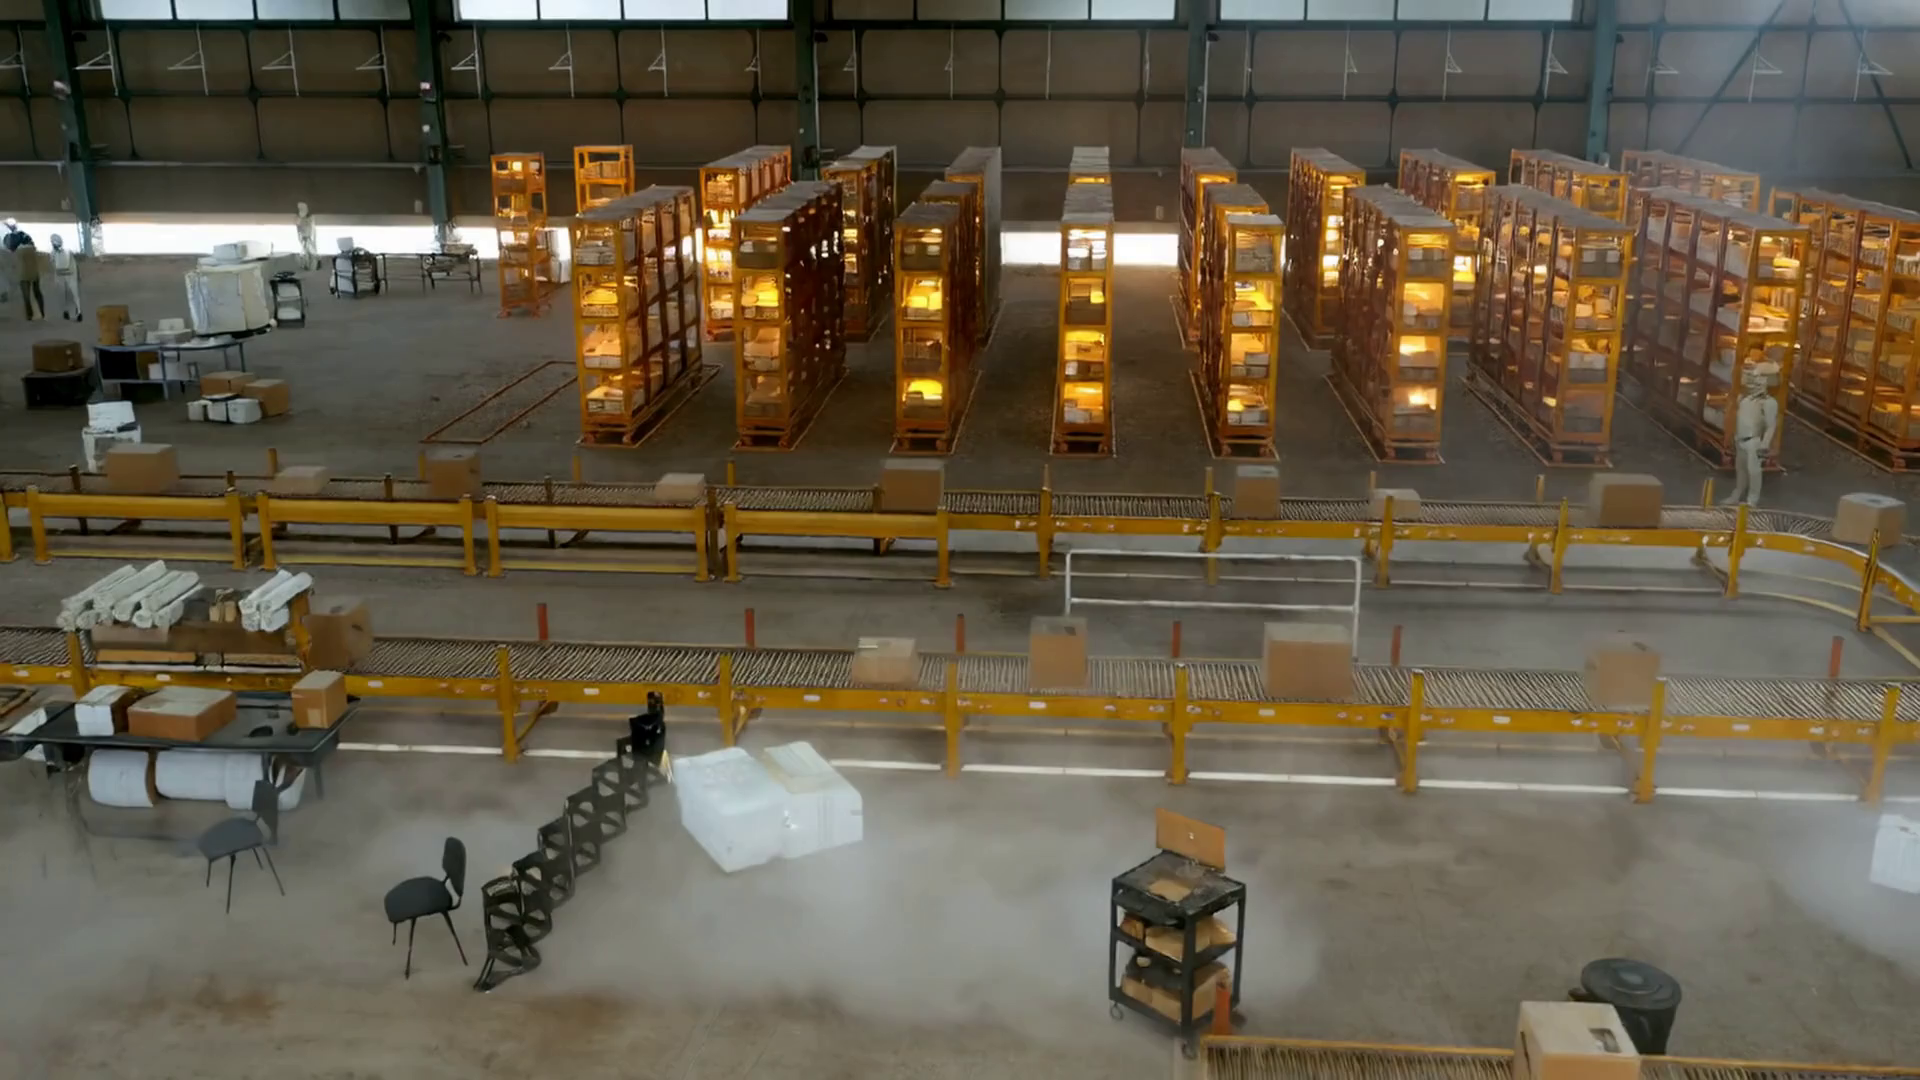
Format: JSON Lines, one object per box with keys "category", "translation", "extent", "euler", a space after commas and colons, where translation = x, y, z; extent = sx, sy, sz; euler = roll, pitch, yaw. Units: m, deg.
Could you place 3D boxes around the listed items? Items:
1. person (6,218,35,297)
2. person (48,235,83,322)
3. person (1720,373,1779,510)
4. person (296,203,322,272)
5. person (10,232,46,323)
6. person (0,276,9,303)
{"category": "person", "translation": [-22.645, -6.849, 40.225], "extent": [0.590, 1.889, 0.924], "euler": [-7, 19, -21]}
{"category": "person", "translation": [-19.912, -5.845, 37.032], "extent": [0.632, 1.890, 0.945], "euler": [-9, 19, -25]}
{"category": "person", "translation": [10.769, -1.331, 22.665], "extent": [0.408, 1.908, 0.642], "euler": [-4, 18, -11]}
{"category": "person", "translation": [-17.249, -7.988, 43.929], "extent": [0.644, 1.832, 0.431], "euler": [9, 19, 25]}
{"category": "person", "translation": [-20.532, -5.779, 36.632], "extent": [0.377, 1.995, 0.608], "euler": [12, 21, 33]}
{"category": "person", "translation": [-22.685, -6.354, 38.916], "extent": [0.531, 1.716, 0.923], "euler": [1, 18, 5]}
